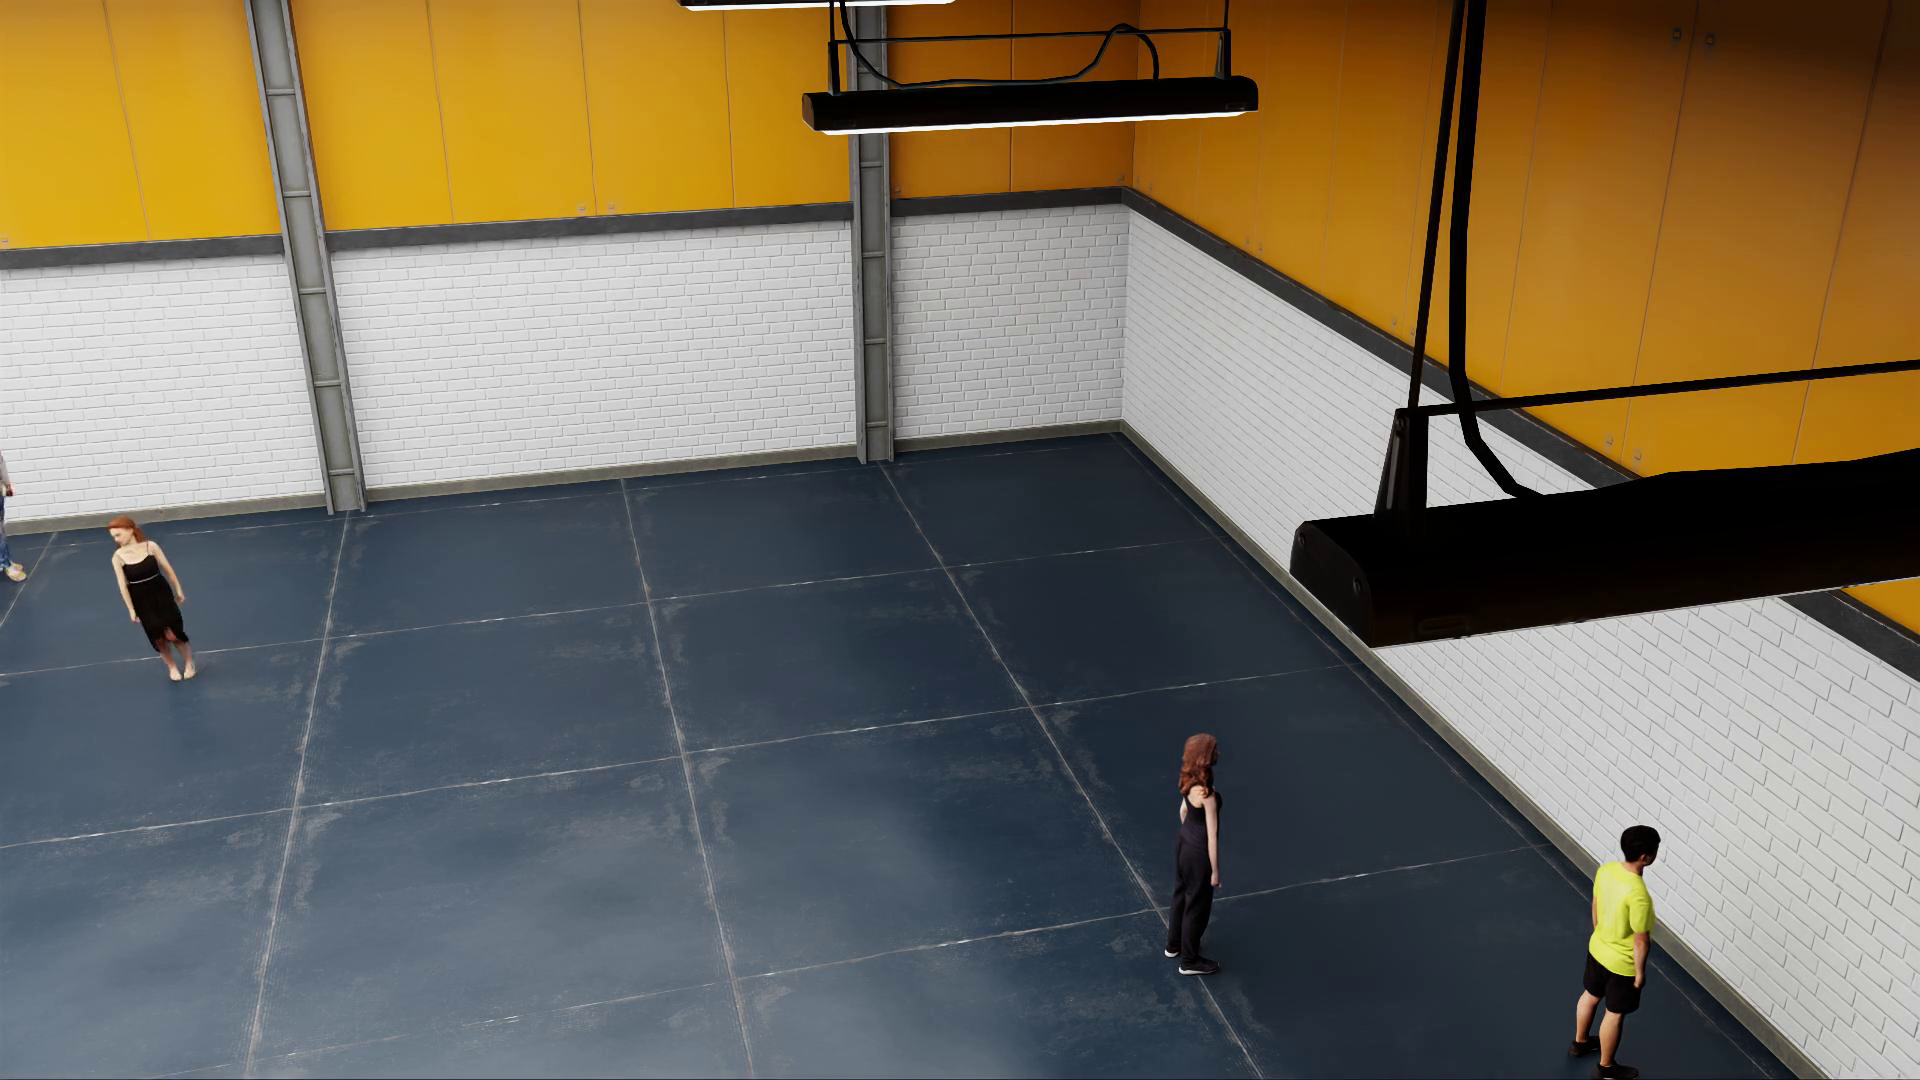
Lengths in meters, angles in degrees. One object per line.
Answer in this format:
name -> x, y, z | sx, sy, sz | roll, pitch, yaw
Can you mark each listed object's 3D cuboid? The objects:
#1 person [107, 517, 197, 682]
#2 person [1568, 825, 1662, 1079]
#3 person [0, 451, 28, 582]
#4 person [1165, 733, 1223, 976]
person -> -7.023, 0.518, 14.504 | 0.613, 1.587, 0.764 | -19, 30, -36
person -> 3.926, 2.451, 9.932 | 0.509, 1.708, 0.611 | -6, 24, -14
person -> -9.680, -0.455, 16.389 | 0.997, 1.860, 0.929 | 7, 25, 16
person -> 1.531, 2.027, 10.853 | 0.521, 1.747, 0.600 | -8, 25, -17
